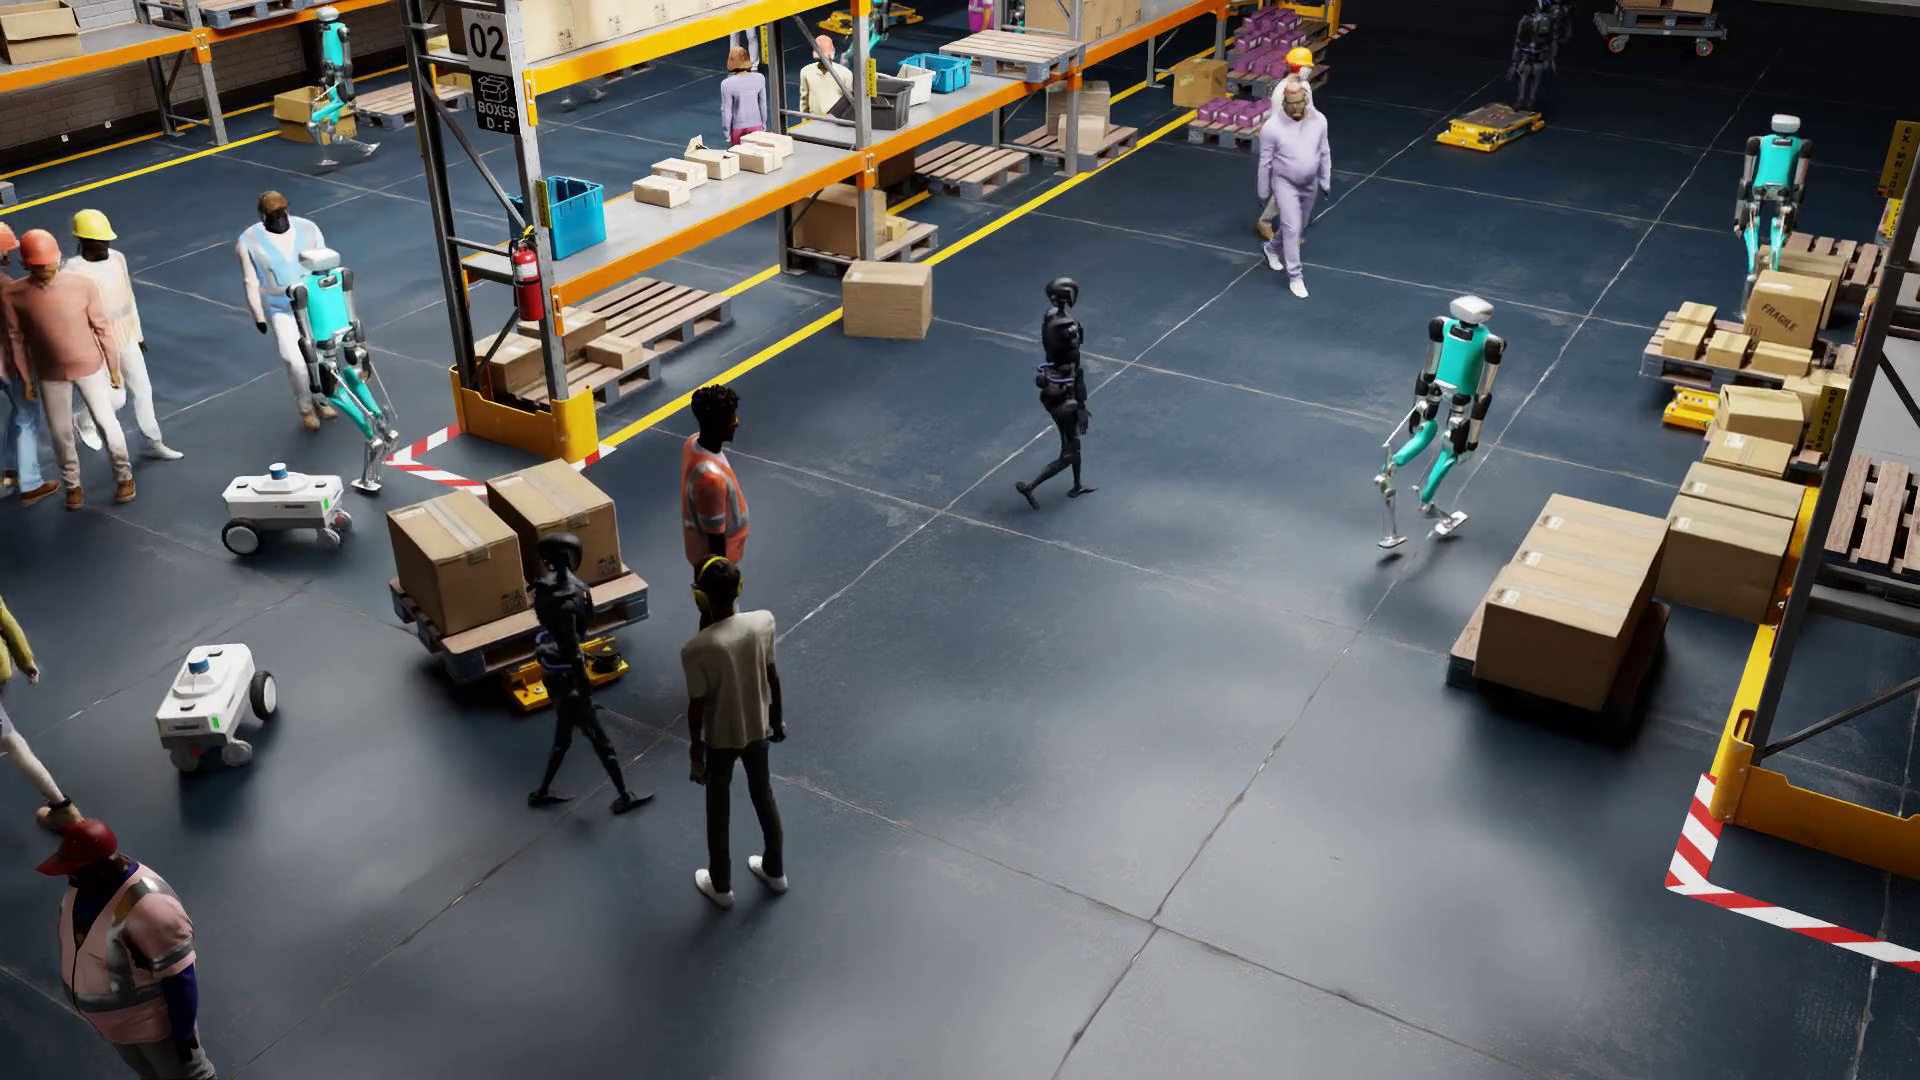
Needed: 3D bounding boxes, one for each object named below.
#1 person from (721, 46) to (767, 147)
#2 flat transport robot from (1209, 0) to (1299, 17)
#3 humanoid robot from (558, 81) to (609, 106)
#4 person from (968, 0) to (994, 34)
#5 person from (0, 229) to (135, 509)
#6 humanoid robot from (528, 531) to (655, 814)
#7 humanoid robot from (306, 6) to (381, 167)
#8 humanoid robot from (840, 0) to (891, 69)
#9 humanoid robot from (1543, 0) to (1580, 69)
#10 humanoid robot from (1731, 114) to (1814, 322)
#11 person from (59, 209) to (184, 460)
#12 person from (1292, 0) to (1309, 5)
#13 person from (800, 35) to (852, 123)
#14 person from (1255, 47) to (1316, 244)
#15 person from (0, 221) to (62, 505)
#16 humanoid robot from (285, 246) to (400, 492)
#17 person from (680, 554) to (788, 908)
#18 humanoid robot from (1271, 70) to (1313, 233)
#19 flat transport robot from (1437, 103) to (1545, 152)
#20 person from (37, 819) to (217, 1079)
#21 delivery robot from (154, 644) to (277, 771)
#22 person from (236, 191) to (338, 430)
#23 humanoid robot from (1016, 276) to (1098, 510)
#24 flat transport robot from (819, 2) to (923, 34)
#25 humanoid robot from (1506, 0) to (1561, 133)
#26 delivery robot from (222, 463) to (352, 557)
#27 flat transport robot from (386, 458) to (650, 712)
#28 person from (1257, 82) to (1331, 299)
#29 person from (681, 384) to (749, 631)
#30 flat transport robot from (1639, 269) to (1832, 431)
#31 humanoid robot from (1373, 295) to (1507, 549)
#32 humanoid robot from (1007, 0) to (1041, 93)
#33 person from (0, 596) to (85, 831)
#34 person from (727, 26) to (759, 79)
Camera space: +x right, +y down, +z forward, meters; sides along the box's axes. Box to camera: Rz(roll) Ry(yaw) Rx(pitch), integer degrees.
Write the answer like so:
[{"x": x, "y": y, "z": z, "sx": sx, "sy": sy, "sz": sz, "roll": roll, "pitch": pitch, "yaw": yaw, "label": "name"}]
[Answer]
[{"x": -2.201, "y": -4.219, "z": 17.027, "sx": 0.499, "sy": 1.628, "sz": 0.280, "roll": -17, "pitch": 34, "yaw": -27, "label": "person"}, {"x": 4.432, "y": -8.237, "z": 25.513, "sx": 1.431, "sy": 0.231, "sz": 0.659, "roll": -13, "pitch": 32, "yaw": -22, "label": "flat transport robot"}, {"x": -4.761, "y": -6.102, "z": 20.282, "sx": 0.548, "sy": 1.753, "sz": 1.041, "roll": 20, "pitch": 35, "yaw": 31, "label": "humanoid robot"}, {"x": 0.255, "y": -6.365, "z": 20.596, "sx": 0.316, "sy": 1.846, "sz": 0.525, "roll": -4, "pitch": 30, "yaw": -8, "label": "person"}, {"x": -6.021, "y": -1.153, "z": 11.246, "sx": 0.626, "sy": 1.977, "sz": 0.406, "roll": -13, "pitch": 32, "yaw": -22, "label": "person"}, {"x": -1.952, "y": 0.666, "z": 8.370, "sx": 0.665, "sy": 1.640, "sz": 0.585, "roll": -11, "pitch": 31, "yaw": -18, "label": "humanoid robot"}, {"x": -6.886, "y": -4.849, "z": 18.056, "sx": 0.556, "sy": 1.738, "sz": 1.057, "roll": 25, "pitch": 38, "yaw": 36, "label": "humanoid robot"}, {"x": -1.291, "y": -6.375, "z": 20.749, "sx": 0.538, "sy": 1.767, "sz": 0.949, "roll": 25, "pitch": 38, "yaw": 37, "label": "humanoid robot"}, {"x": 8.005, "y": -7.144, "z": 22.141, "sx": 0.398, "sy": 1.642, "sz": 0.598, "roll": 24, "pitch": 38, "yaw": 36, "label": "humanoid robot"}, {"x": 6.899, "y": -2.660, "z": 14.165, "sx": 0.567, "sy": 1.759, "sz": 0.804, "roll": 7, "pitch": 30, "yaw": 12, "label": "humanoid robot"}, {"x": -6.107, "y": -1.439, "z": 11.838, "sx": 0.707, "sy": 1.902, "sz": 0.588, "roll": 8, "pitch": 30, "yaw": 14, "label": "person"}, {"x": 4.946, "y": -9.074, "z": 25.542, "sx": 0.920, "sy": 1.700, "sz": 0.565, "roll": -9, "pitch": 31, "yaw": -15, "label": "person"}, {"x": -1.367, "y": -4.284, "z": 17.019, "sx": 0.564, "sy": 1.743, "sz": 0.343, "roll": 5, "pitch": 30, "yaw": 8, "label": "person"}, {"x": 3.207, "y": -3.758, "z": 15.961, "sx": 0.503, "sy": 1.868, "sz": 0.589, "roll": 26, "pitch": 38, "yaw": 38, "label": "person"}, {"x": -6.464, "y": -1.206, "z": 11.352, "sx": 0.637, "sy": 1.961, "sz": 0.543, "roll": 11, "pitch": 31, "yaw": 18, "label": "person"}, {"x": -4.106, "y": -1.087, "z": 11.390, "sx": 0.668, "sy": 1.812, "sz": 0.552, "roll": 13, "pitch": 32, "yaw": 22, "label": "humanoid robot"}, {"x": -1.049, "y": 0.889, "z": 7.759, "sx": 0.540, "sy": 1.856, "sz": 0.358, "roll": -20, "pitch": 35, "yaw": -32, "label": "person"}, {"x": 3.300, "y": -3.833, "z": 16.303, "sx": 0.497, "sy": 1.636, "sz": 0.610, "roll": 0, "pitch": 29, "yaw": 0, "label": "humanoid robot"}, {"x": 6.247, "y": -4.845, "z": 19.513, "sx": 0.659, "sy": 0.231, "sz": 1.431, "roll": 24, "pitch": 37, "yaw": 36, "label": "flat transport robot"}, {"x": -3.118, "y": 1.770, "z": 6.305, "sx": 0.598, "sy": 1.752, "sz": 0.420, "roll": 15, "pitch": 33, "yaw": 25, "label": "person"}, {"x": -4.100, "y": 0.881, "z": 9.112, "sx": 0.504, "sy": 0.613, "sz": 0.785, "roll": -3, "pitch": 30, "yaw": -5, "label": "delivery robot"}, {"x": -4.906, "y": -1.706, "z": 12.375, "sx": 0.646, "sy": 1.821, "sz": 0.559, "roll": -25, "pitch": 38, "yaw": -37, "label": "person"}, {"x": 0.676, "y": -1.008, "z": 11.326, "sx": 0.643, "sy": 1.637, "sz": 0.590, "roll": -10, "pitch": 31, "yaw": -17, "label": "humanoid robot"}, {"x": -1.313, "y": -7.708, "z": 24.577, "sx": 1.431, "sy": 0.231, "sz": 0.659, "roll": -22, "pitch": 36, "yaw": -34, "label": "flat transport robot"}, {"x": 6.684, "y": -5.588, "z": 19.408, "sx": 0.611, "sy": 1.643, "sz": 0.363, "roll": -7, "pitch": 30, "yaw": -12, "label": "humanoid robot"}, {"x": -4.472, "y": -0.229, "z": 11.042, "sx": 0.757, "sy": 0.580, "sz": 0.499, "roll": -1, "pitch": 29, "yaw": -1, "label": "delivery robot"}, {"x": -2.617, "y": 0.535, "z": 9.996, "sx": 0.659, "sy": 0.231, "sz": 1.431, "roll": -21, "pitch": 35, "yaw": -32, "label": "flat transport robot"}, {"x": 3.002, "y": -3.204, "z": 14.992, "sx": 0.645, "sy": 1.856, "sz": 0.908, "roll": -12, "pitch": 32, "yaw": -20, "label": "person"}, {"x": -1.326, "y": 0.051, "z": 9.141, "sx": 0.372, "sy": 1.957, "sz": 0.592, "roll": -7, "pitch": 30, "yaw": -12, "label": "person"}, {"x": 6.007, "y": -1.189, "z": 13.045, "sx": 0.659, "sy": 0.231, "sz": 1.431, "roll": 16, "pitch": 33, "yaw": 27, "label": "flat transport robot"}, {"x": 2.994, "y": -0.660, "z": 10.643, "sx": 1.001, "sy": 1.746, "sz": 0.539, "roll": -22, "pitch": 36, "yaw": -34, "label": "humanoid robot"}, {"x": 0.815, "y": -6.385, "z": 20.777, "sx": 0.552, "sy": 1.809, "sz": 0.741, "roll": 10, "pitch": 31, "yaw": 18, "label": "humanoid robot"}, {"x": -4.936, "y": 0.643, "z": 8.212, "sx": 0.988, "sy": 1.830, "sz": 0.495, "roll": 7, "pitch": 30, "yaw": 12, "label": "person"}, {"x": -2.833, "y": -6.949, "z": 21.528, "sx": 0.498, "sy": 1.949, "sz": 0.424, "roll": 2, "pitch": 30, "yaw": 4, "label": "person"}]
